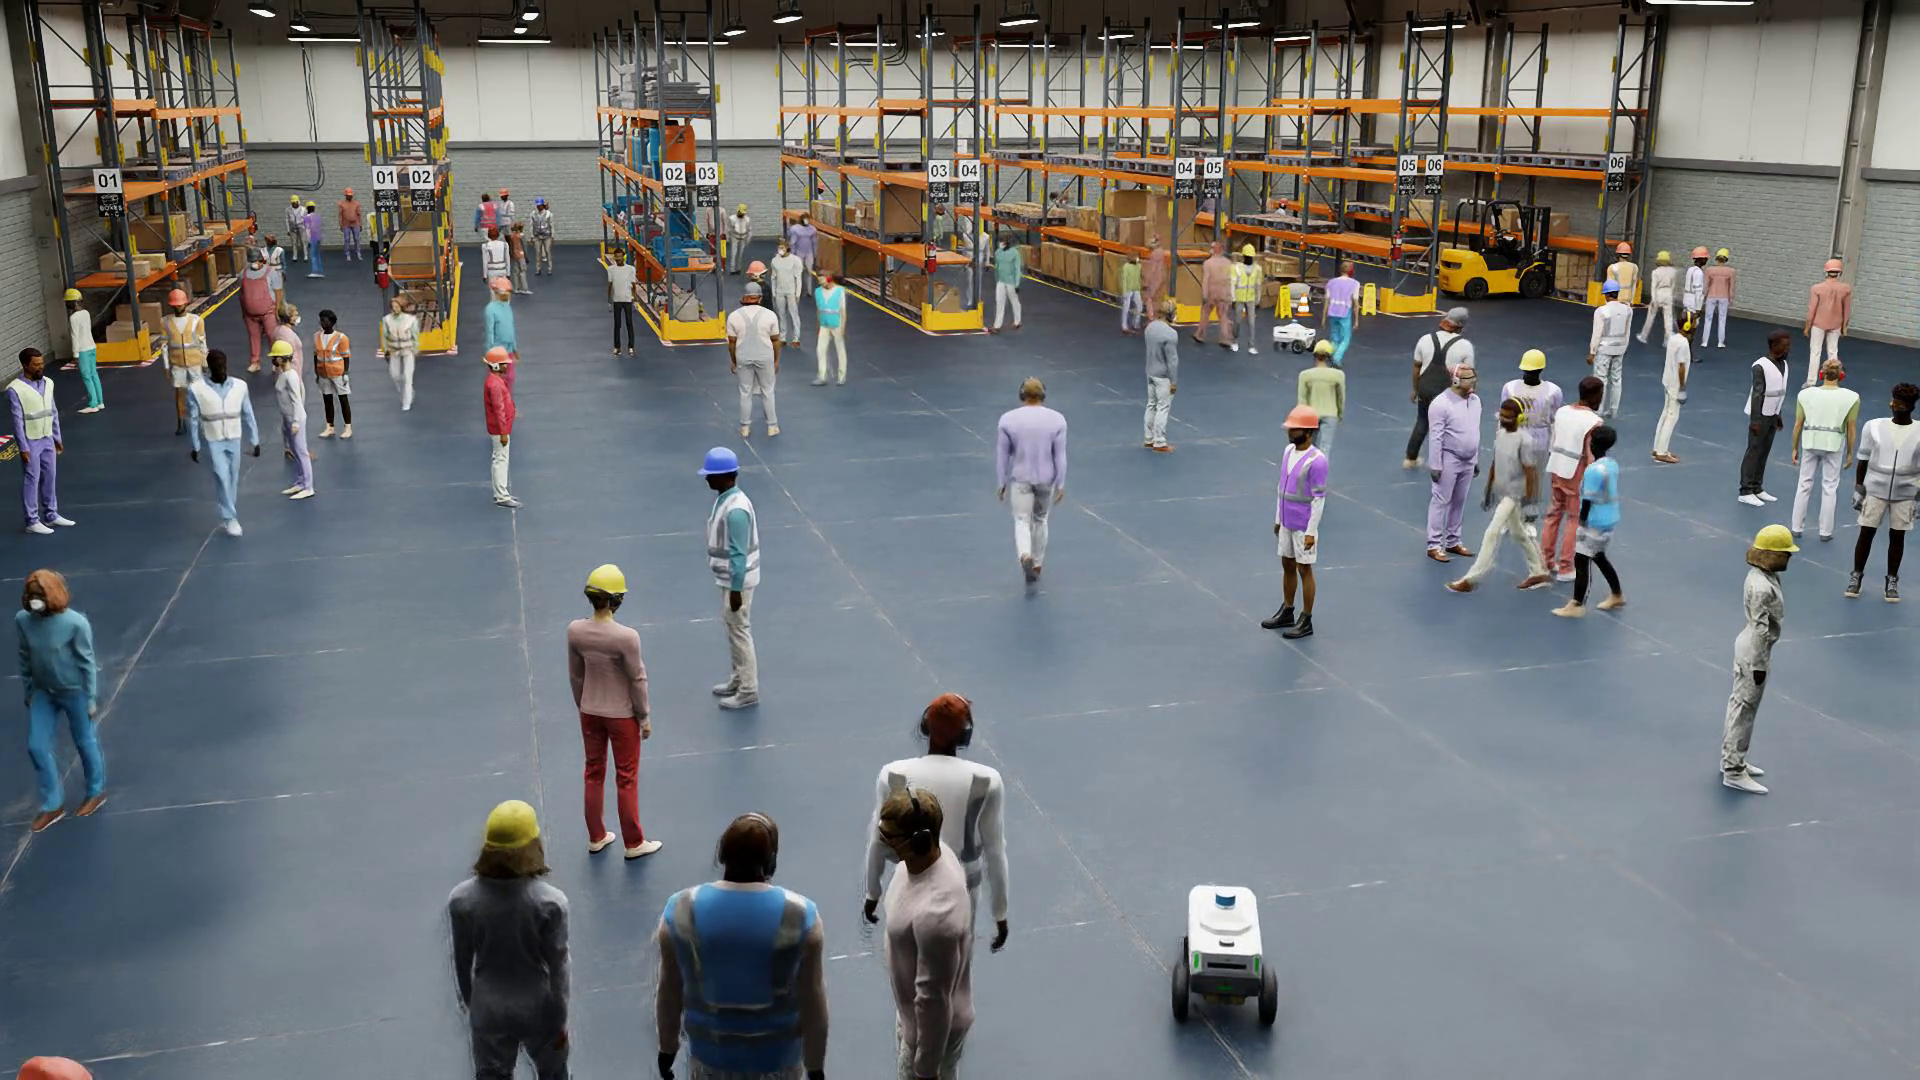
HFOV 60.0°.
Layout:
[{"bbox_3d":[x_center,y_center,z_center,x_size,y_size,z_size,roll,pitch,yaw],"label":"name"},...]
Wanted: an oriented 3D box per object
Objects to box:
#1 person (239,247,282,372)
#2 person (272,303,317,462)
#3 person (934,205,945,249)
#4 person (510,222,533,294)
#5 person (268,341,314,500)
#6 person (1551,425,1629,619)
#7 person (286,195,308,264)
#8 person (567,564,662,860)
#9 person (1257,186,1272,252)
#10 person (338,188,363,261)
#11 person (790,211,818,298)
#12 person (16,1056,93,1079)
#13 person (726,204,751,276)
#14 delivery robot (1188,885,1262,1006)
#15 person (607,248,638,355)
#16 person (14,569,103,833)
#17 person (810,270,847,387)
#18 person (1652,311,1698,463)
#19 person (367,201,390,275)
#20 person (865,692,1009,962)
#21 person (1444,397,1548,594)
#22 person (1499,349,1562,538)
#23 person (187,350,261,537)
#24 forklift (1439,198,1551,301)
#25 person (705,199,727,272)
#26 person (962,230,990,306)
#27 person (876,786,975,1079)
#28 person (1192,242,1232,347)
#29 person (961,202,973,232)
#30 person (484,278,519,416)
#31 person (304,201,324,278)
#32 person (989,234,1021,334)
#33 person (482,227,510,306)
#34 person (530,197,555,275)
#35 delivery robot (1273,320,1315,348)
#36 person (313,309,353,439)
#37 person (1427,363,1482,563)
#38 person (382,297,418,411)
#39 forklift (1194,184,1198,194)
[{"bbox_3d":[-11.390,-3.750,27.049,0.679,2.000,0.537,0,15,-1],"label":"person"},{"bbox_3d":[-8.205,-1.936,20.418,0.354,1.937,0.635,-10,18,-32],"label":"person"},{"bbox_3d":[-0.529,-8.017,43.906,0.287,1.625,0.497,-2,15,-9],"label":"person"},{"bbox_3d":[-10.008,-6.416,37.849,0.514,1.639,0.310,11,19,36],"label":"person"},{"bbox_3d":[-7.441,-1.336,18.489,0.327,1.769,0.525,-9,17,-30],"label":"person"},{"bbox_3d":[5.466,-0.148,14.212,0.511,1.674,0.592,10,18,34],"label":"person"},{"bbox_3d":[-17.857,-8.378,44.861,0.592,1.834,0.404,-3,15,-10],"label":"person"},{"bbox_3d":[-2.025,1.004,9.695,0.522,1.765,0.317,7,16,24],"label":"person"},{"bbox_3d":[8.775,-9.215,47.919,0.394,1.889,0.676,-3,15,-12],"label":"person"},{"bbox_3d":[-16.693,-8.647,45.586,0.613,1.986,0.406,-8,17,-29],"label":"person"},{"bbox_3d":[-3.483,-6.379,37.174,0.642,1.919,0.568,-6,16,-20],"label":"person"},{"bbox_3d":[-2.481,2.298,4.887,0.785,1.725,0.569,13,20,41],"label":"person"},{"bbox_3d":[-5.568,-7.534,41.813,0.635,1.772,0.660,-6,16,-23],"label":"person"},{"bbox_3d":[1.306,1.960,8.230,0.477,0.478,0.707,2,15,7],"label":"delivery robot"},{"bbox_3d":[-5.845,-4.128,28.807,0.535,1.865,0.310,-1,15,-2],"label":"person"},{"bbox_3d":[-5.501,0.971,10.086,0.536,1.604,0.652,2,15,6],"label":"person"},{"bbox_3d":[-2.027,-3.238,25.569,0.615,1.794,0.871,7,17,26],"label":"person"},{"bbox_3d":[8.754,-1.874,20.347,0.343,1.859,0.507,2,15,9],"label":"person"},{"bbox_3d":[-14.182,-7.364,40.733,0.613,1.995,0.390,-12,19,-38],"label":"person"},{"bbox_3d":[-0.113,1.584,7.419,0.649,1.825,1.035,1,15,2],"label":"person"},{"bbox_3d":[4.898,-0.400,14.906,1.025,1.811,0.558,-3,15,-10],"label":"person"},{"bbox_3d":[5.743,-0.976,16.835,0.590,1.923,0.383,6,16,23],"label":"person"},{"bbox_3d":[-7.424,-0.978,16.895,0.818,1.888,0.629,14,21,43],"label":"person"},{"bbox_3d":[11.913,-6.508,37.130,2.313,2.155,1.214,-4,15,-15],"label":"forklift"},{"bbox_3d":[-6.264,-7.876,42.663,0.623,1.992,0.396,7,16,23],"label":"person"},{"bbox_3d":[0.334,-5.933,35.593,0.614,1.868,0.898,1,15,3],"label":"person"},{"bbox_3d":[-0.132,1.827,6.277,0.375,1.933,0.625,-1,15,-5],"label":"person"},{"bbox_3d":[4.594,-4.425,29.967,0.669,1.848,0.985,-7,16,-24],"label":"person"},{"bbox_3d":[0.260,-10.399,52.454,0.429,1.844,0.627,5,16,18],"label":"person"},{"bbox_3d":[-6.338,-2.608,22.926,0.407,1.962,0.716,4,15,14],"label":"person"},{"bbox_3d":[-16.074,-7.471,41.361,0.452,1.875,0.665,4,15,15],"label":"person"},{"bbox_3d":[0.890,-4.847,31.504,0.651,1.882,1.002,10,18,34],"label":"person"},{"bbox_3d":[-9.252,-5.305,33.203,0.583,1.882,0.350,-12,19,-39],"label":"person"},{"bbox_3d":[-10.518,-7.641,41.869,0.615,1.945,0.404,0,15,-2],"label":"person"},{"bbox_3d":[5.871,-3.622,29.233,0.707,0.478,0.477,13,20,41],"label":"delivery robot"},{"bbox_3d":[-8.213,-2.169,21.753,0.534,1.700,0.318,3,15,12],"label":"person"},{"bbox_3d":[4.778,-0.752,16.015,0.646,1.913,0.409,-10,18,-33],"label":"person"},{"bbox_3d":[-7.992,-2.684,23.845,0.516,1.622,0.472,-1,15,-2],"label":"person"},{"bbox_3d":[7.392,-11.333,53.972,1.873,2.768,1.129,-4,15,-15],"label":"forklift"}]
